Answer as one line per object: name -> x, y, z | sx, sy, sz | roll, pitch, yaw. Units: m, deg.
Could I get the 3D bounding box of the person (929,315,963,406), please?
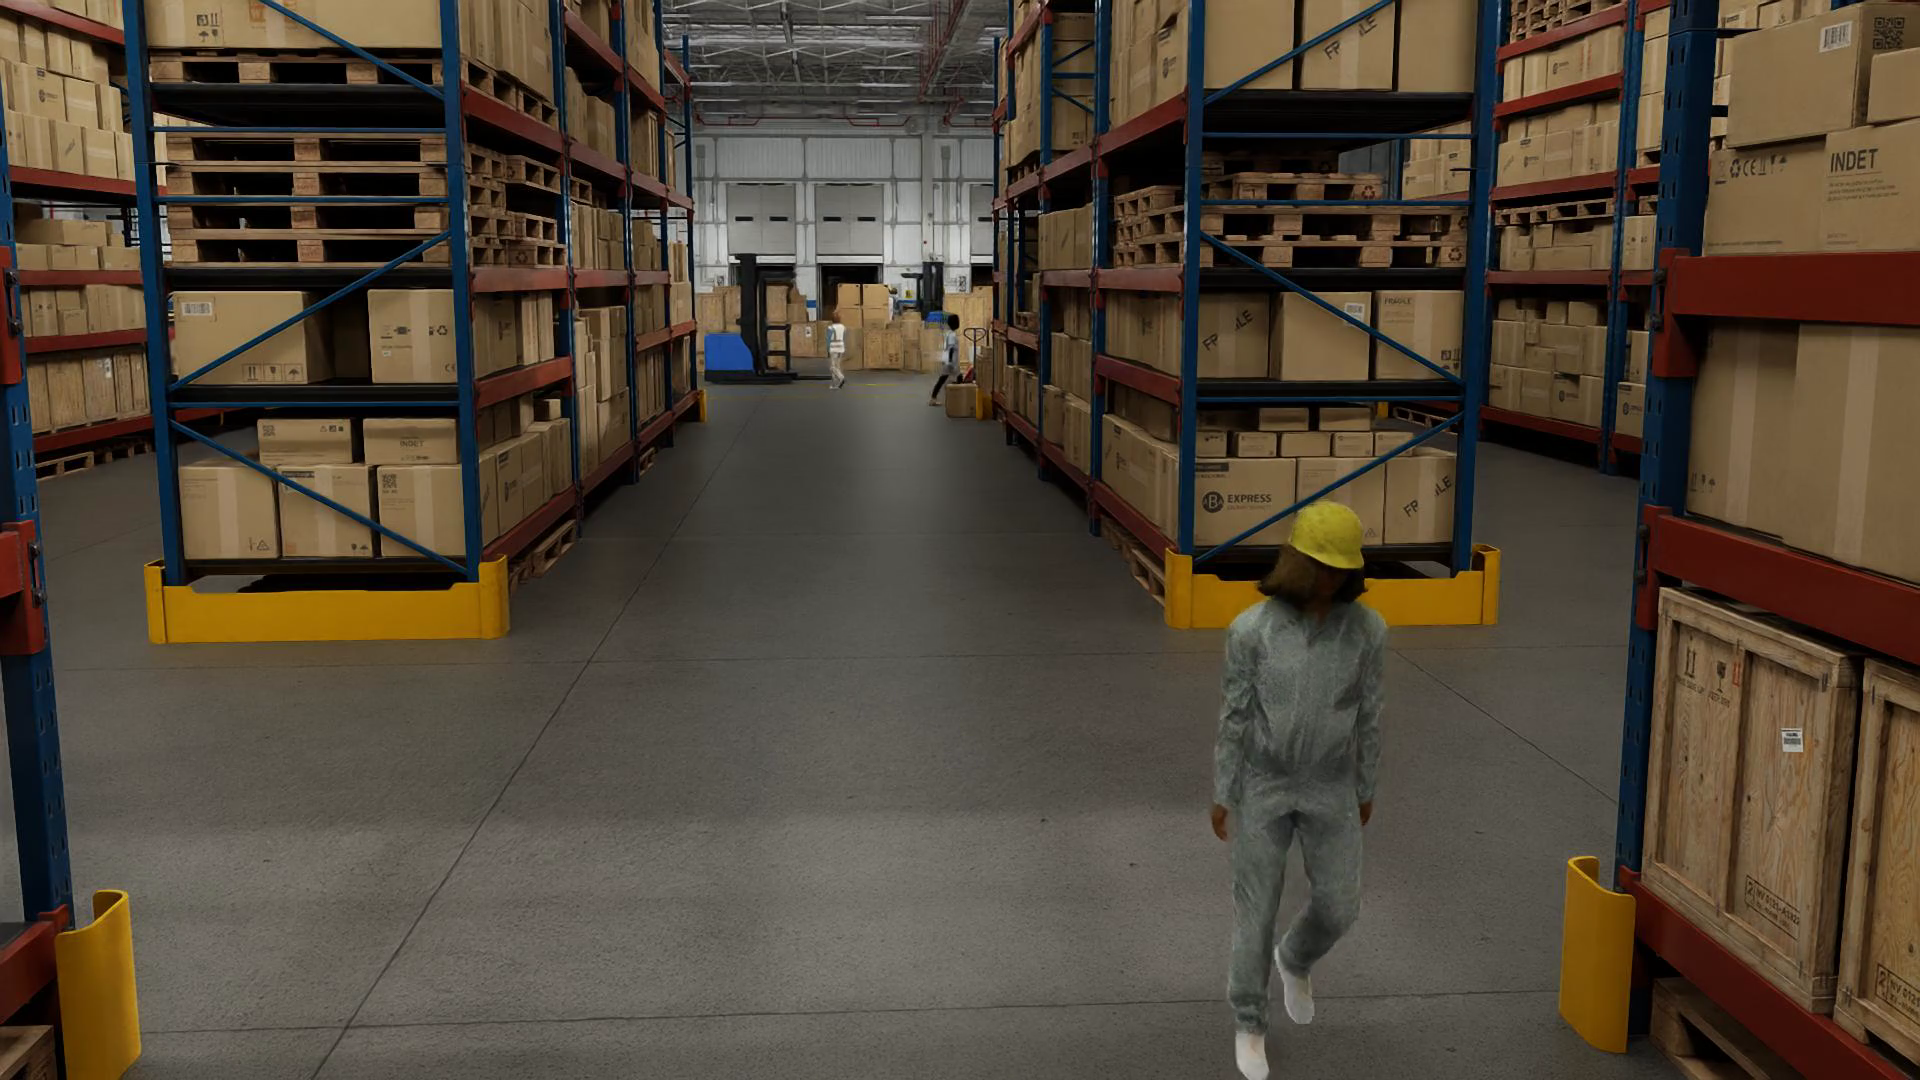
person -> -0.139, -3.221, 29.916 | 0.908, 1.644, 0.547 | -2, 9, -11

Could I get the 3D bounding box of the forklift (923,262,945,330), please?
forklift -> -0.903, -8.307, 57.993 | 1.873, 2.768, 1.129 | 5, 11, 31

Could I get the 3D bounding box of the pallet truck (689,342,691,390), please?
pallet truck -> -5.225, -3.008, 27.480 | 1.885, 1.965, 0.823 | 2, 9, 14

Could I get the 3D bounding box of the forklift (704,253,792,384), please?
forklift -> -4.603, -4.820, 36.095 | 1.873, 2.768, 1.129 | -1, 9, -4

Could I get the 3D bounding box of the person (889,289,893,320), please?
person -> -2.411, -7.287, 54.557 | 0.379, 1.933, 0.629 | 8, 12, 42

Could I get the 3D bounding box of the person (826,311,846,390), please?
person -> -2.529, -3.867, 34.049 | 0.552, 1.623, 0.517 | 8, 12, 41

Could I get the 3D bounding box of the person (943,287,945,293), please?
person -> -0.637, -8.305, 60.961 | 0.594, 1.924, 0.383 | -1, 9, -6

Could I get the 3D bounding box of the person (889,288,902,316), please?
person -> -2.311, -7.827, 57.971 | 0.637, 1.929, 0.368 | 3, 10, 20

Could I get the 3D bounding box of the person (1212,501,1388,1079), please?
person -> 0.988, 0.725, 4.898 | 0.512, 1.725, 0.462 | 0, 9, 0
